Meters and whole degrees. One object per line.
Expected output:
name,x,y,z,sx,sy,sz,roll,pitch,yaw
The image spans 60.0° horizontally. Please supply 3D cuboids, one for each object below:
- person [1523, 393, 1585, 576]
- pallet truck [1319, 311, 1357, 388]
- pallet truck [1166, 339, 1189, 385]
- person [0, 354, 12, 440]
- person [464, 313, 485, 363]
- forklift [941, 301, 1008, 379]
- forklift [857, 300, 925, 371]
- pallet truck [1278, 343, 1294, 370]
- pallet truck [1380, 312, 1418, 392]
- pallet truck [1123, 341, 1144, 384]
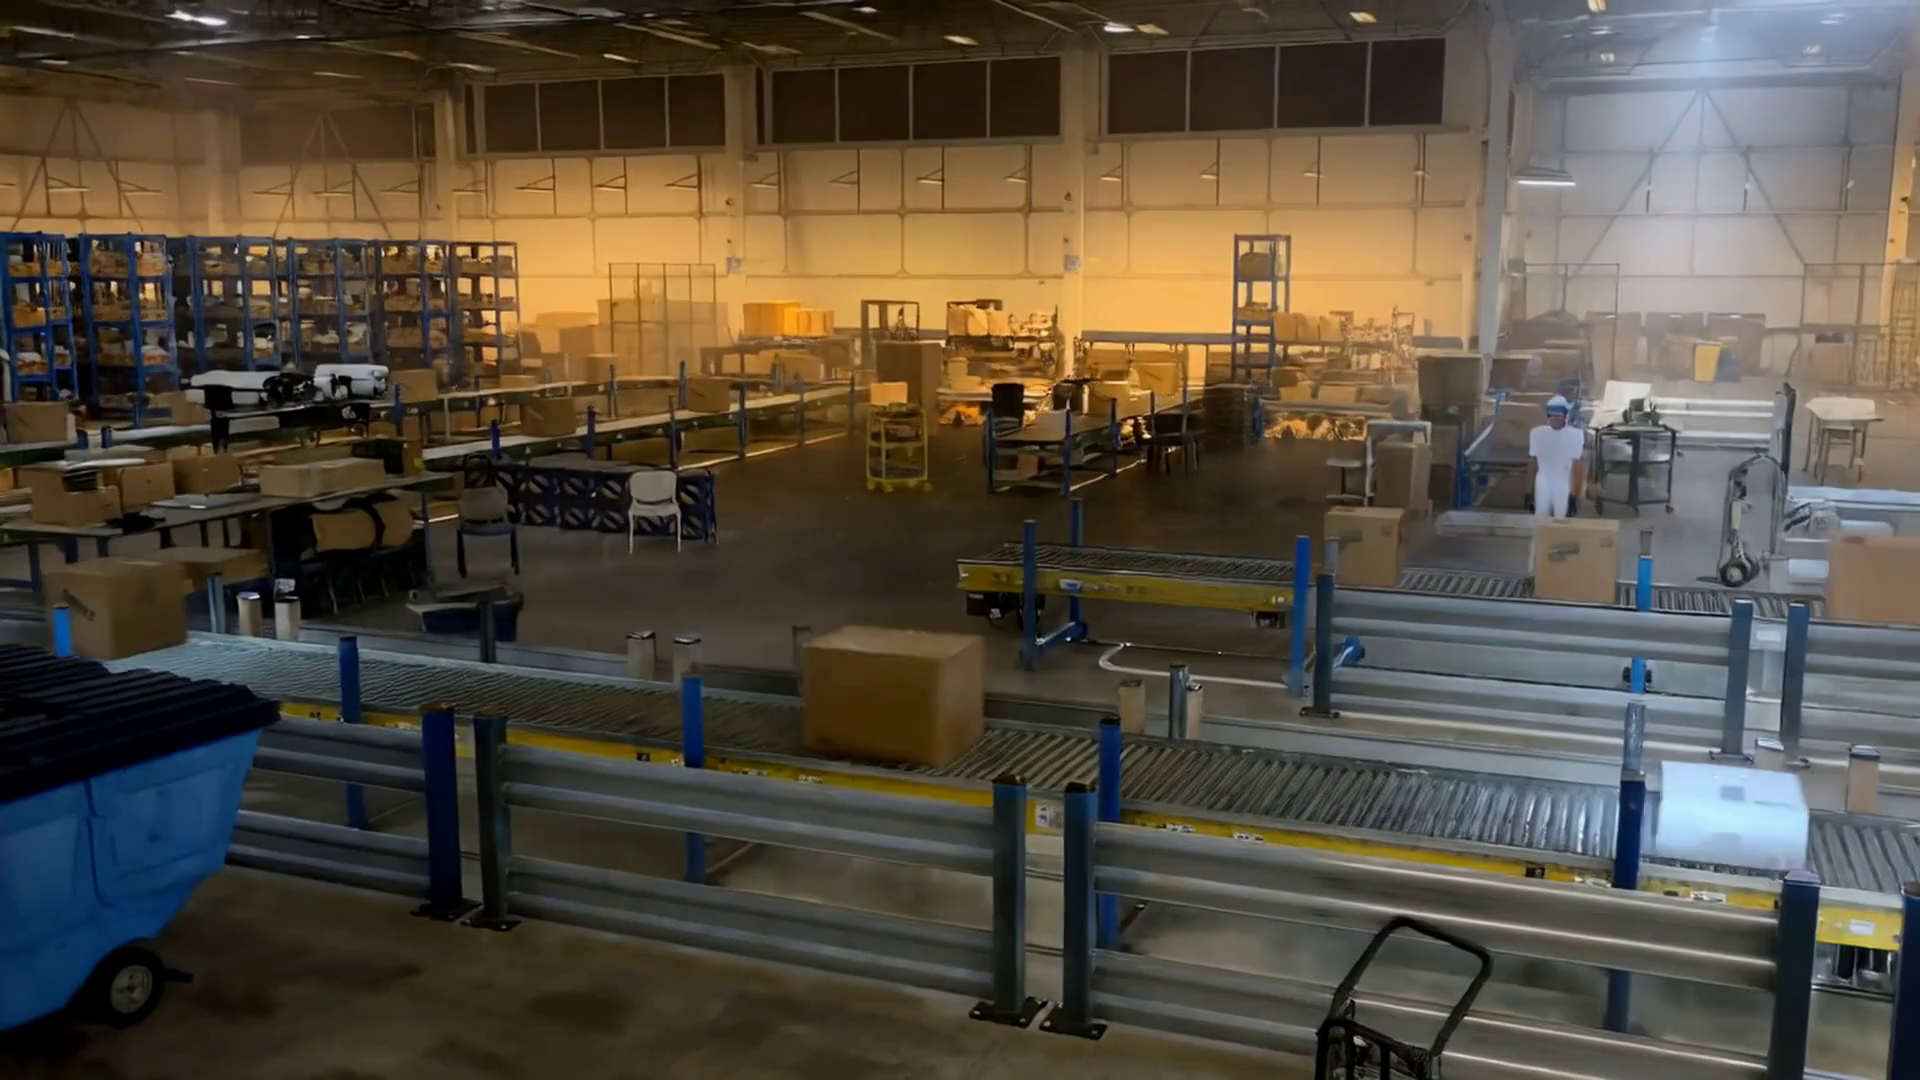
person,5.469,-0.419,15.360,0.508,1.865,0.329,4,10,22
pallet truck,9.071,-4.419,39.190,0.823,1.965,1.885,5,10,26
pallet truck,5.418,-4.269,40.420,0.704,1.261,1.522,3,10,20
person,-15.190,-2.216,26.122,0.640,1.909,0.409,4,10,22
person,-13.086,-5.317,44.839,1.052,1.940,0.595,9,13,44
forklift,0.365,-4.966,41.571,1.157,1.987,2.680,3,10,20
forklift,-1.732,-5.109,42.468,1.157,1.987,2.680,4,10,22
pallet truck,7.886,-4.163,39.743,0.653,1.274,1.630,4,10,22
pallet truck,10.207,-4.283,38.369,0.823,1.965,1.885,3,10,20
pallet truck,4.445,-4.380,41.279,0.680,1.201,1.601,4,10,22
